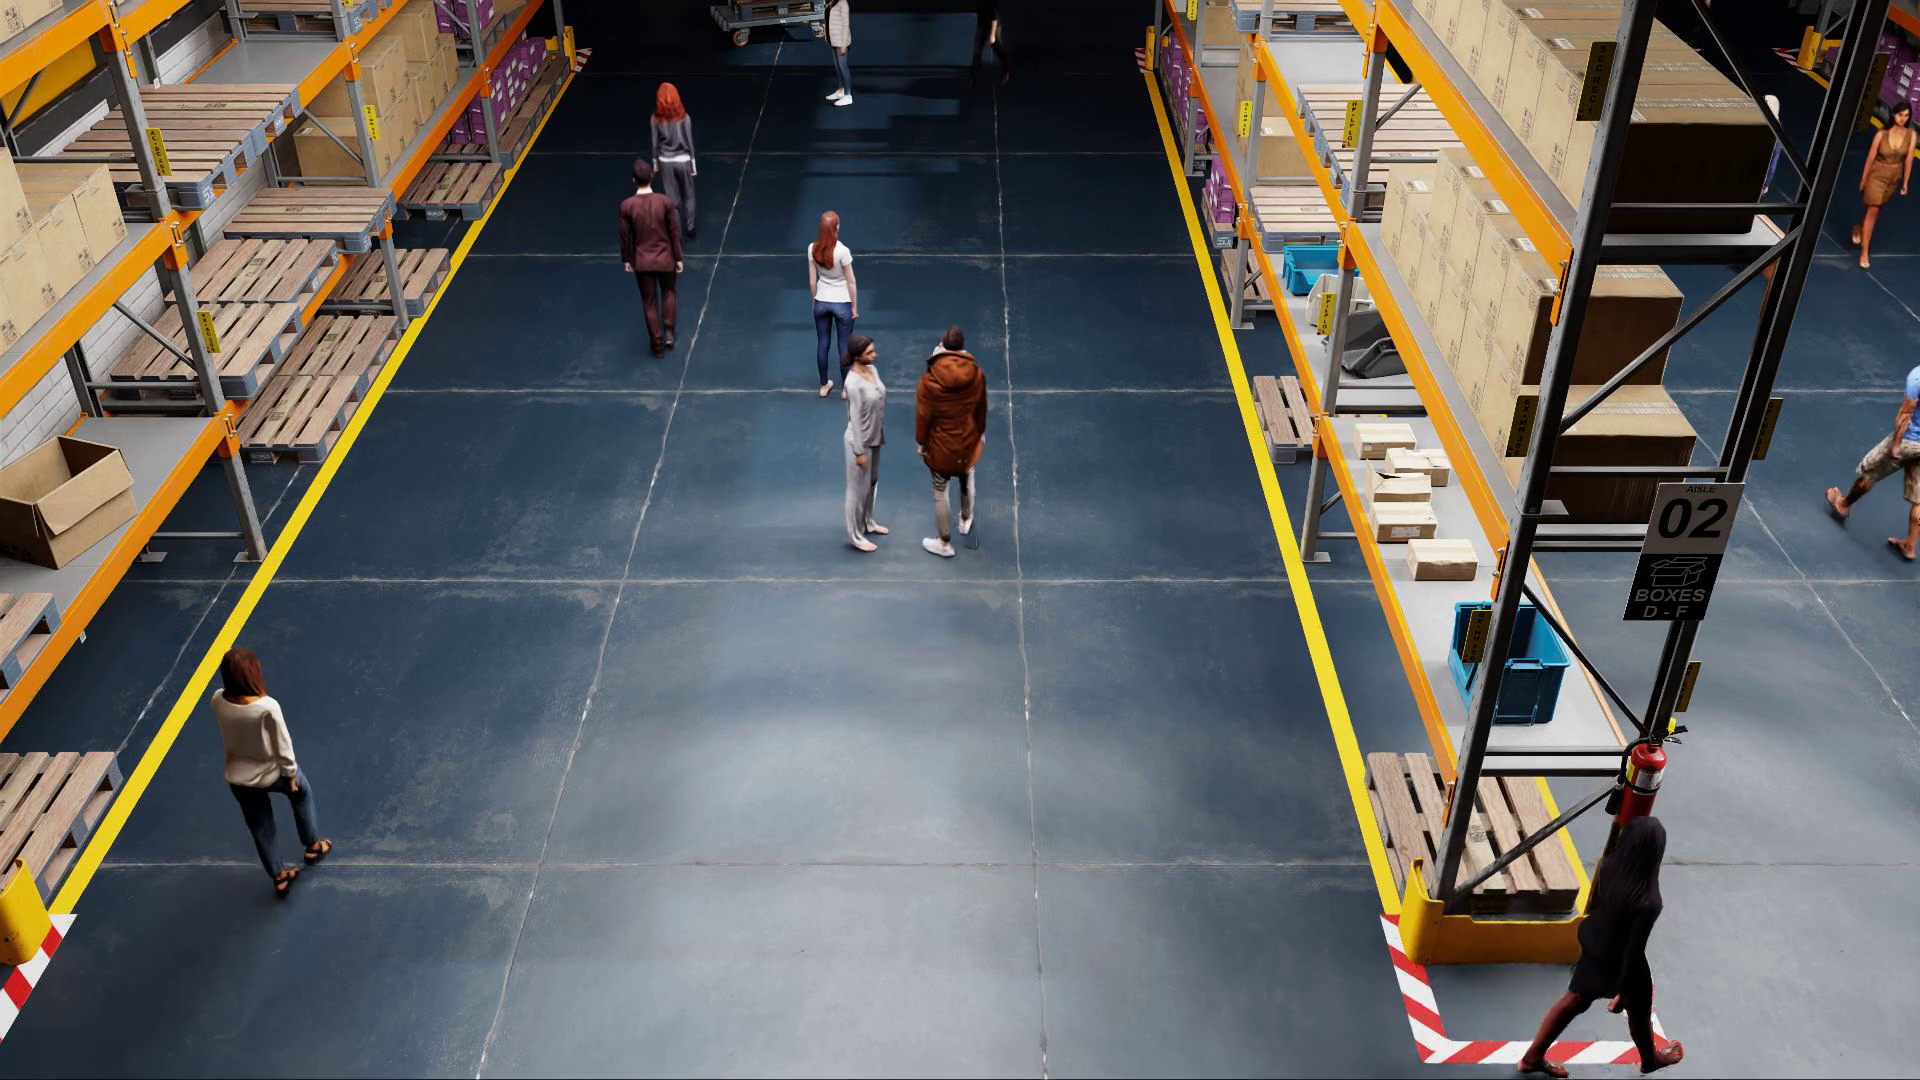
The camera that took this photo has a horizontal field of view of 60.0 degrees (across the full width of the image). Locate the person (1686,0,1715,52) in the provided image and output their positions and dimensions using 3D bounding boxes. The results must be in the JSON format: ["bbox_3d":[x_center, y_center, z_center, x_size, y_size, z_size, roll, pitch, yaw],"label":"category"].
[{"bbox_3d":[10.360,-7.566,23.122,0.851,1.446,0.699,12,36,18],"label":"person"}]

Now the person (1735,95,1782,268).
[{"bbox_3d":[8.071,-3.651,16.985,0.824,1.721,1.121,-8,34,-12],"label":"person"}]

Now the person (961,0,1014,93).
[{"bbox_3d":[0.434,-6.639,21.585,1.124,1.605,1.093,-27,42,-34],"label":"person"}]

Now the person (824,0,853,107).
[{"bbox_3d":[-1.536,-6.386,21.174,0.761,1.638,0.642,-16,37,-23],"label":"person"}]

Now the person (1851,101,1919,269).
[{"bbox_3d":[9.478,-3.699,17.124,0.620,1.645,1.073,3,34,5],"label":"person"}]

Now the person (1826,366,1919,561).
[{"bbox_3d":[7.230,-0.698,12.446,0.711,1.826,1.134,-2,34,-3],"label":"person"}]

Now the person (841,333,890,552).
[{"bbox_3d":[-0.739,-0.754,12.580,0.713,1.773,0.574,11,35,16],"label":"person"}]

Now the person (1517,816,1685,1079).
[{"bbox_3d":[3.184,2.108,8.368,0.842,1.668,1.069,-2,34,-3],"label":"person"}]

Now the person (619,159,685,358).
[{"bbox_3d":[-2.782,-2.521,15.167,0.779,1.850,0.755,-8,34,-12],"label":"person"}]

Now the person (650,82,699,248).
[{"bbox_3d":[-2.946,-3.819,17.201,0.647,1.761,0.841,-3,34,-4],"label":"person"}]

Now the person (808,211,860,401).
[{"bbox_3d":[-1.116,-2.051,14.562,0.636,1.738,0.631,11,35,15],"label":"person"}]

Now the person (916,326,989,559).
[{"bbox_3d":[-0.047,-0.704,12.459,0.845,1.823,0.874,-15,37,-22],"label":"person"}]

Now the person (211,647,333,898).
[{"bbox_3d":[-4.017,1.377,9.472,0.653,1.664,0.731,4,34,6],"label":"person"}]
